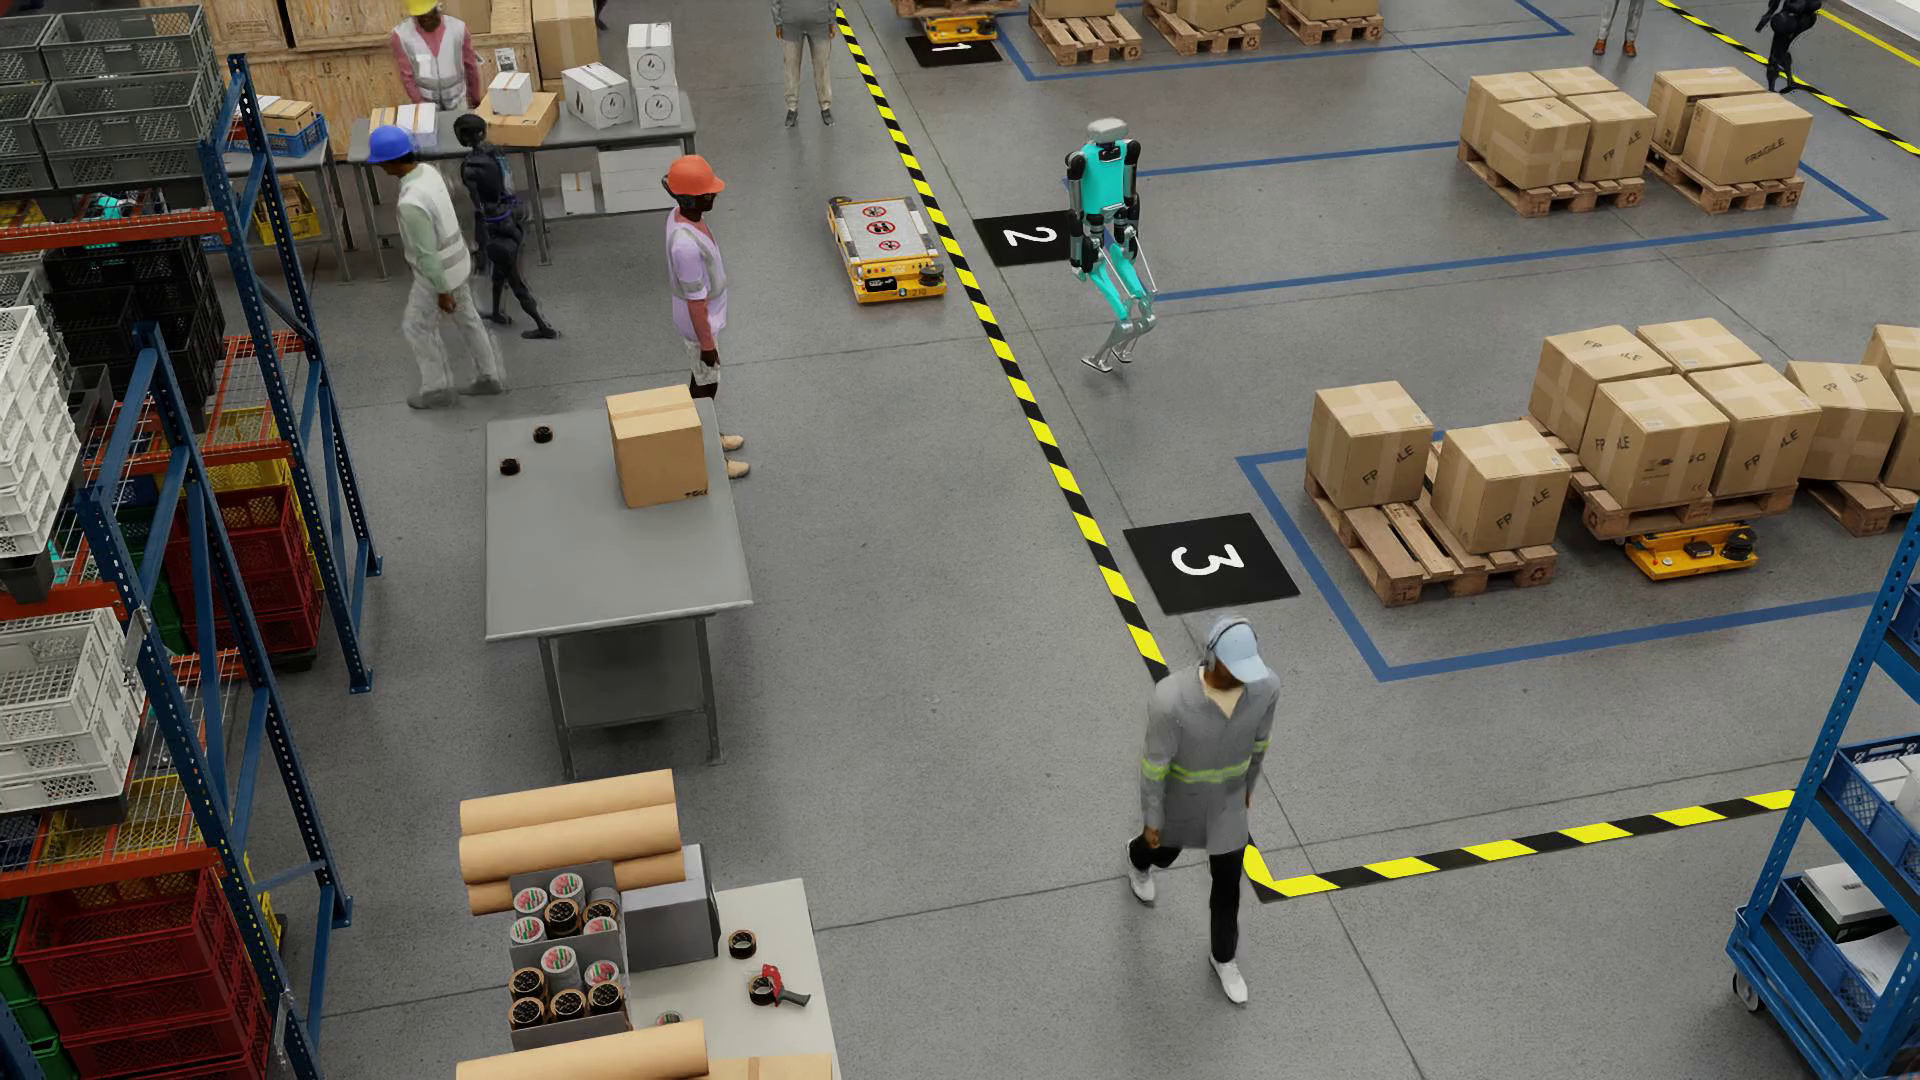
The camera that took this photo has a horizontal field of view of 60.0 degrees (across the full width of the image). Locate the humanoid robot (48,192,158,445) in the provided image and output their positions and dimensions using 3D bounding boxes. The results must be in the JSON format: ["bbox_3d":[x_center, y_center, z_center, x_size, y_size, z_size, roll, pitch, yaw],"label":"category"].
[{"bbox_3d":[-5.080,-1.315,10.005,0.531,1.694,0.735,-5,37,-6],"label":"humanoid robot"}]

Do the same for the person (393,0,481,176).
[{"bbox_3d":[-3.982,-3.418,12.854,0.589,1.814,0.438,-12,38,-16],"label":"person"}]

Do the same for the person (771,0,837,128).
[{"bbox_3d":[-1.328,-4.431,14.251,0.563,1.769,0.400,-4,37,-6],"label":"person"}]

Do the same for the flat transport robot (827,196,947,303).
[{"bbox_3d":[-0.570,-2.220,12.538,0.659,0.231,1.431,-8,37,-10],"label":"flat transport robot"}]

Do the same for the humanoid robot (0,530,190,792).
[{"bbox_3d":[-3.921,0.467,7.656,0.689,1.744,0.530,-2,37,-3],"label":"humanoid robot"}]

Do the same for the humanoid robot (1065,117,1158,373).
[{"bbox_3d":[1.031,-1.824,10.667,0.533,1.671,0.735,-20,41,-24],"label":"humanoid robot"}]

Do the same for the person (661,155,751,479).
[{"bbox_3d":[-1.507,-1.310,9.830,0.370,2.044,0.605,-6,37,-8],"label":"person"}]

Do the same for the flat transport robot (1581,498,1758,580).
[{"bbox_3d":[4.062,-0.294,9.926,0.652,0.197,1.431,-8,37,-10],"label":"flat transport robot"}]

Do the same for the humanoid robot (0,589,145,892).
[{"bbox_3d":[-3.888,0.864,7.209,0.325,1.656,0.596,-11,38,-15],"label":"humanoid robot"}]

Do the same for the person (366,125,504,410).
[{"bbox_3d":[-3.370,-1.707,10.478,0.744,1.909,0.612,1,37,1],"label":"person"}]

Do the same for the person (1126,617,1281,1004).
[{"bbox_3d":[0.998,1.026,6.877,0.594,1.831,0.786,-8,37,-10],"label":"person"}]

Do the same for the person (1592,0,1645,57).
[{"bbox_3d":[6.355,-5.490,15.581,0.585,1.884,0.362,8,37,10],"label":"person"}]

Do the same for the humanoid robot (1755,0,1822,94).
[{"bbox_3d":[7.338,-4.663,14.643,0.585,1.647,0.336,-15,39,-19],"label":"humanoid robot"}]

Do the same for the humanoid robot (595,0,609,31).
[{"bbox_3d":[-3.638,-5.672,15.997,0.596,1.636,0.351,-30,46,-34],"label":"humanoid robot"}]

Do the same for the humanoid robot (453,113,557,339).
[{"bbox_3d":[-3.158,-2.082,11.192,0.713,1.637,0.597,2,37,3],"label":"humanoid robot"}]

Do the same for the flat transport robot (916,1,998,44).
[{"bbox_3d":[-0.106,-5.334,16.700,0.652,0.197,1.431,-8,37,-10],"label":"flat transport robot"}]
